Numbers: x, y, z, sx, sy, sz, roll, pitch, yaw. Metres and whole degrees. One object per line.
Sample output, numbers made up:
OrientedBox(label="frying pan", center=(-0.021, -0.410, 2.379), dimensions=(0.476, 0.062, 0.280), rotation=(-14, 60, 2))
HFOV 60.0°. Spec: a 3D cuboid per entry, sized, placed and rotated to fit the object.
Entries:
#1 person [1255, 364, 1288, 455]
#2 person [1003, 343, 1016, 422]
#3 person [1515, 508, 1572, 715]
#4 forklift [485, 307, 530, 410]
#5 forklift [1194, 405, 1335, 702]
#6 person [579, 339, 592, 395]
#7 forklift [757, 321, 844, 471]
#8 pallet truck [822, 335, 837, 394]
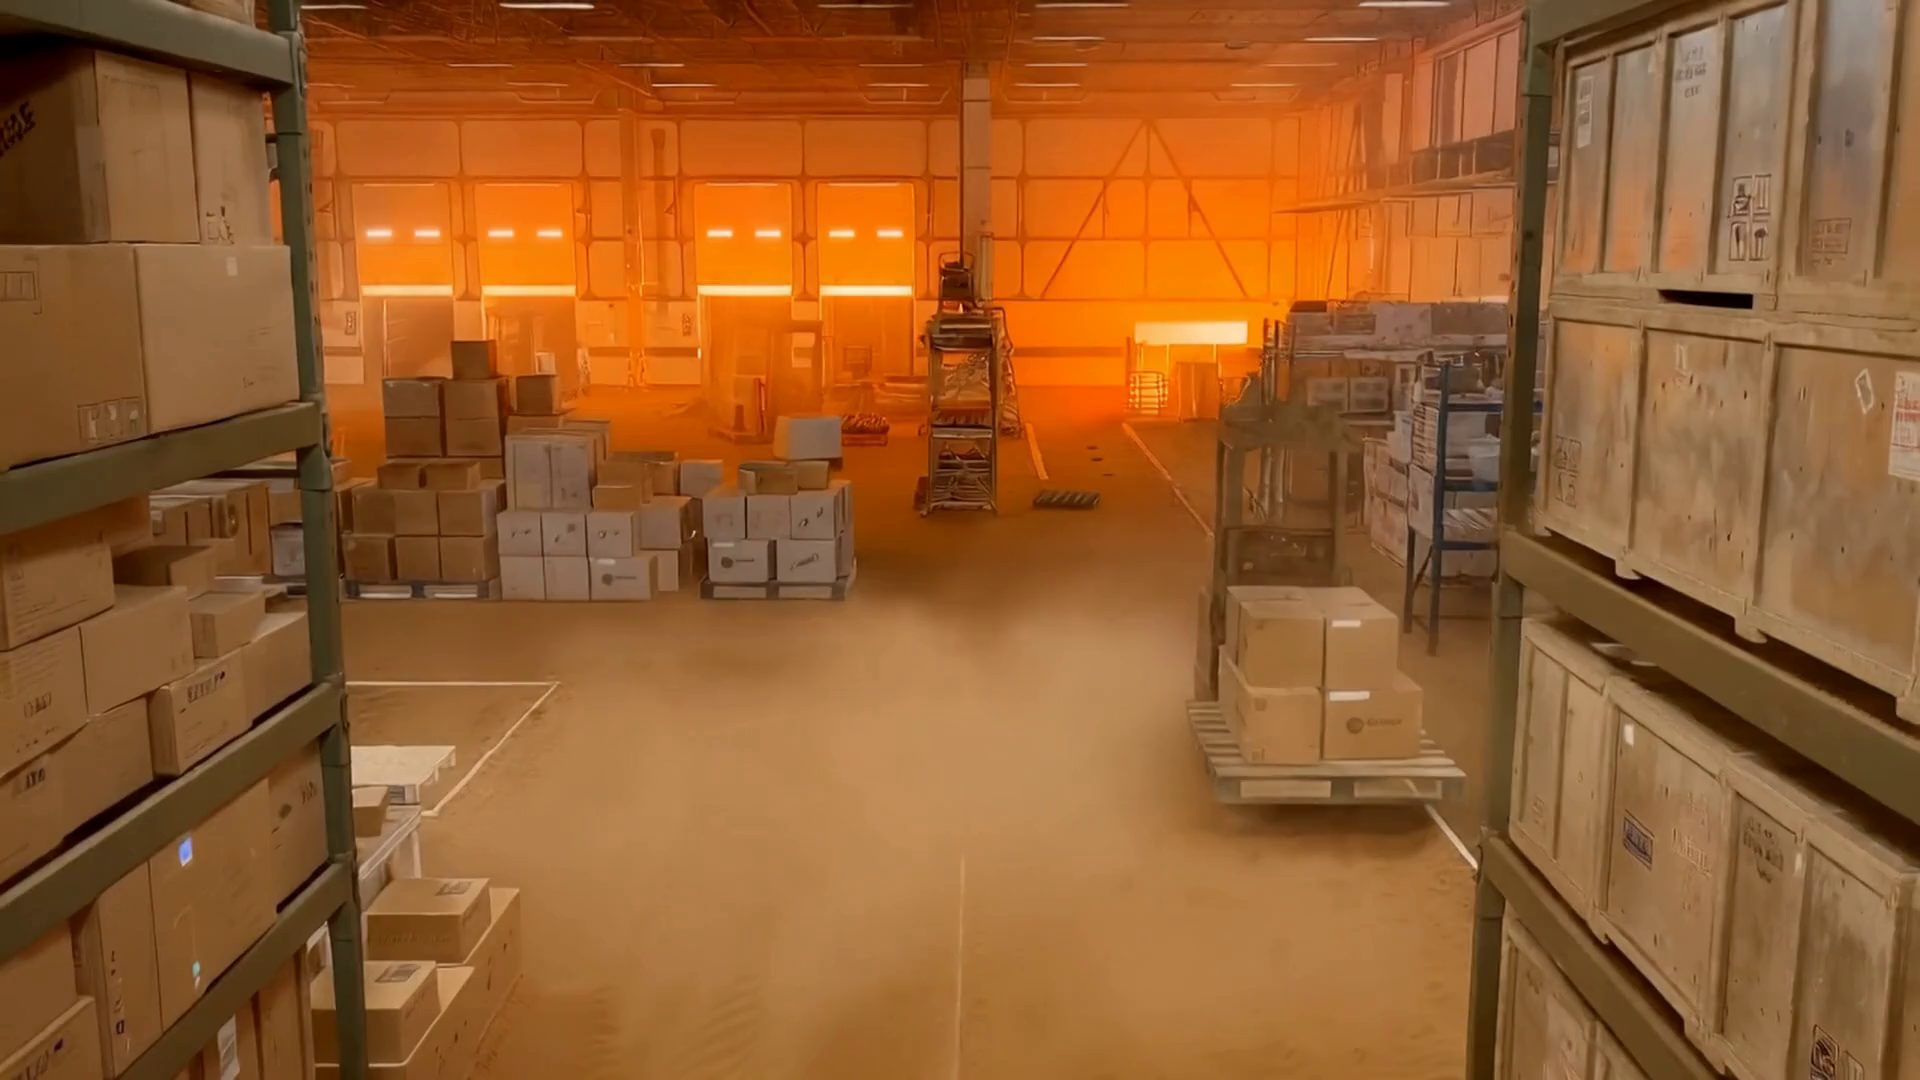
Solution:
OrientedBox(label="person", center=(6.407, -2.675, 33.974), dimensions=(0.726, 1.894, 0.598), rotation=(2, 10, 12))
OrientedBox(label="person", center=(1.199, -3.848, 40.618), dimensions=(0.358, 1.937, 0.636), rotation=(0, 10, 0))
OrientedBox(label="person", center=(5.055, 0.659, 14.668), dimensions=(0.649, 1.920, 0.444), rotation=(2, 10, 10))
OrientedBox(label="forklift", center=(-10.754, -4.150, 39.646), dimensions=(1.129, 2.768, 1.873), rotation=(0, 10, 1))
OrientedBox(label="forklift", center=(2.695, 0.224, 14.409), dimensions=(1.129, 2.768, 1.873), rotation=(0, 10, 1))
OrientedBox(label="person", center=(-10.830, -4.986, 48.062), dimensions=(0.375, 1.625, 0.546), rotation=(-1, 10, -8))
OrientedBox(label="forklift", center=(-3.028, -2.730, 31.452), dimensions=(1.129, 2.768, 1.873), rotation=(-5, 11, -26))
OrientedBox(label="pallet truck", center=(-3.021, -4.312, 43.126), dimensions=(1.885, 1.965, 0.823), rotation=(3, 10, 17))
